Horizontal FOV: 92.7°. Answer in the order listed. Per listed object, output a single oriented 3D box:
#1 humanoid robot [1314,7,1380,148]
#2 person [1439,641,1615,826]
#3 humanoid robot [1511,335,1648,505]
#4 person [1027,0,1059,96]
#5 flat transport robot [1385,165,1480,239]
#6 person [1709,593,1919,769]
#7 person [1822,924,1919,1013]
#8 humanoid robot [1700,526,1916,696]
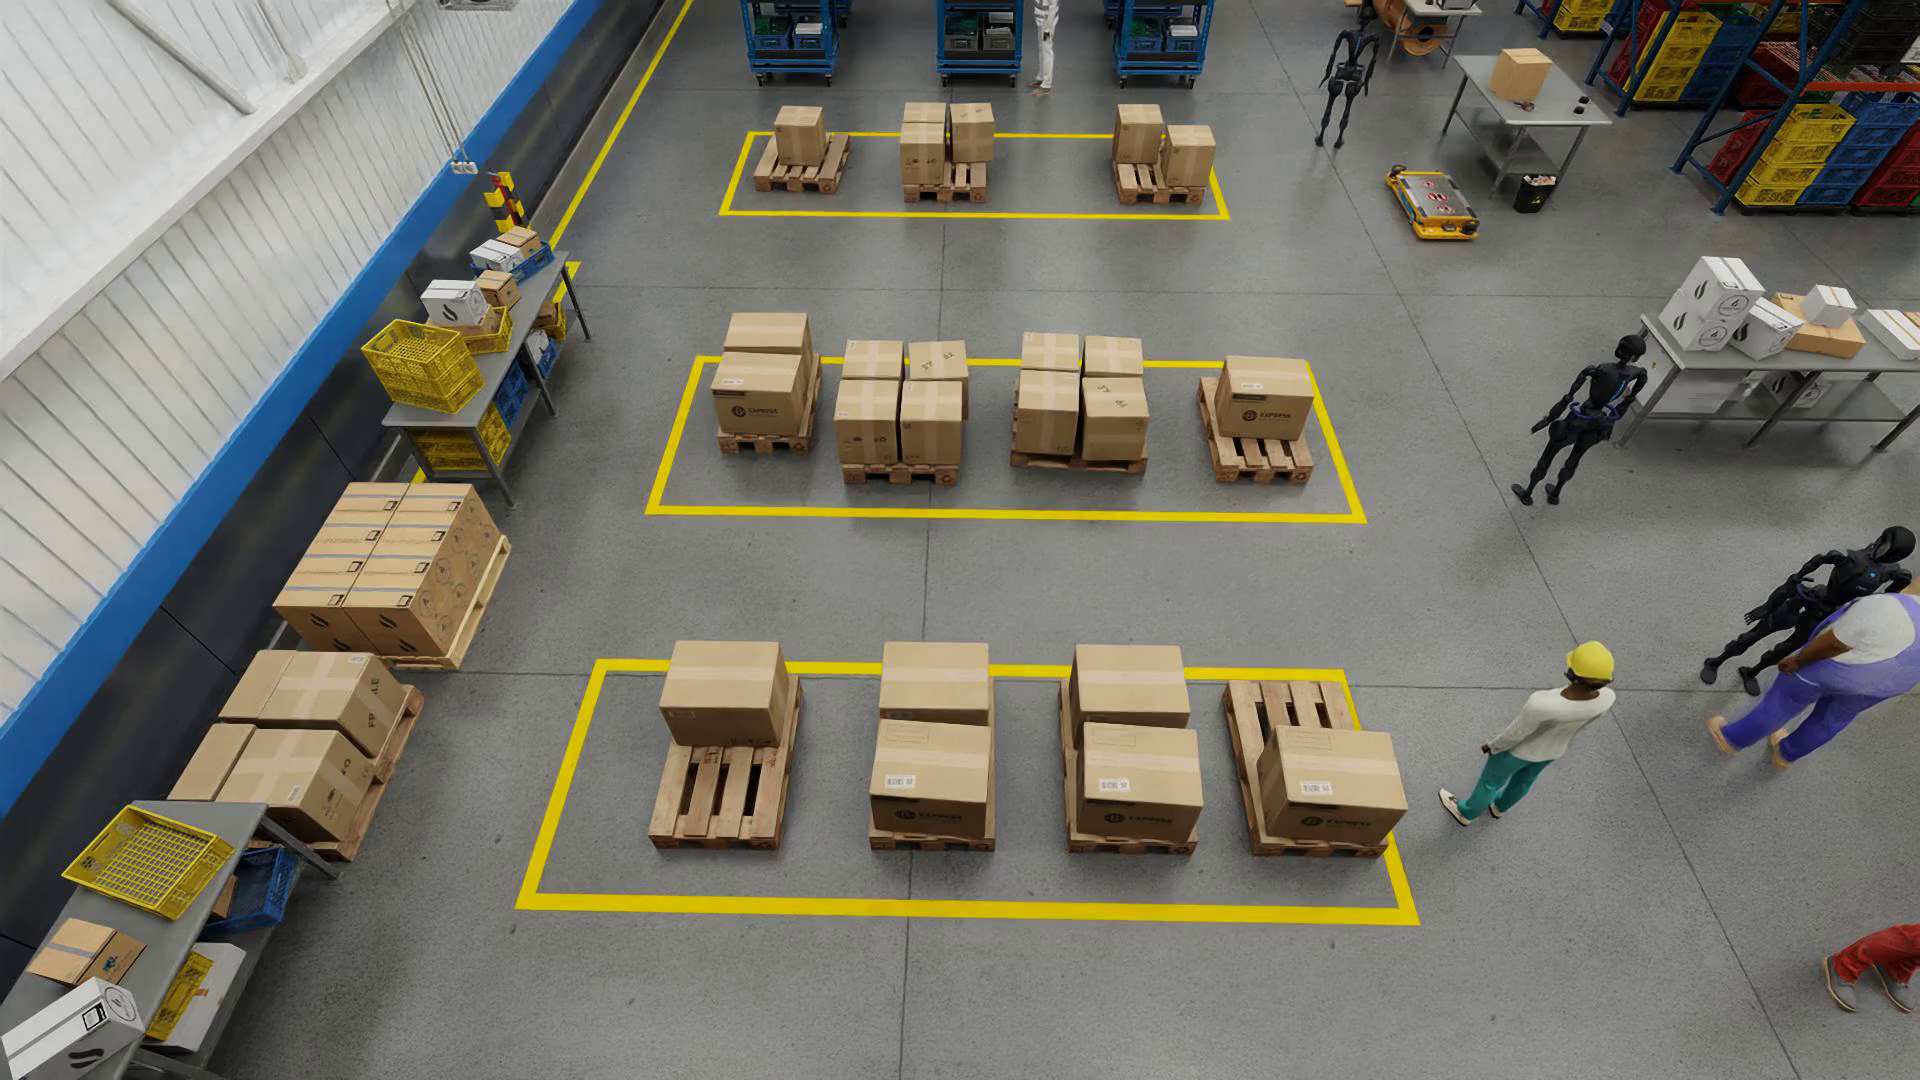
[{"bbox_3d":[4.931,-5.885,11.686,0.611,1.657,0.320,13,50,11],"label":"humanoid robot"},{"bbox_3d":[3.415,1.196,5.513,0.526,1.757,0.337,-6,49,-6],"label":"person"},{"bbox_3d":[5.028,-0.953,7.418,0.614,1.656,0.313,1,49,1],"label":"humanoid robot"},{"bbox_3d":[1.173,-7.158,12.662,0.362,1.881,0.574,-4,49,-3],"label":"person"},{"bbox_3d":[5.692,-4.094,11.059,0.652,0.197,1.431,1,49,1],"label":"flat transport robot"},{"bbox_3d":[5.548,0.752,5.711,0.686,2.000,0.536,12,50,10],"label":"person"},{"bbox_3d":[5.351,1.967,4.690,0.607,1.995,0.376,2,49,2],"label":"person"},{"bbox_3d":[5.717,0.502,6.159,0.588,1.656,0.326,17,51,14],"label":"humanoid robot"}]
